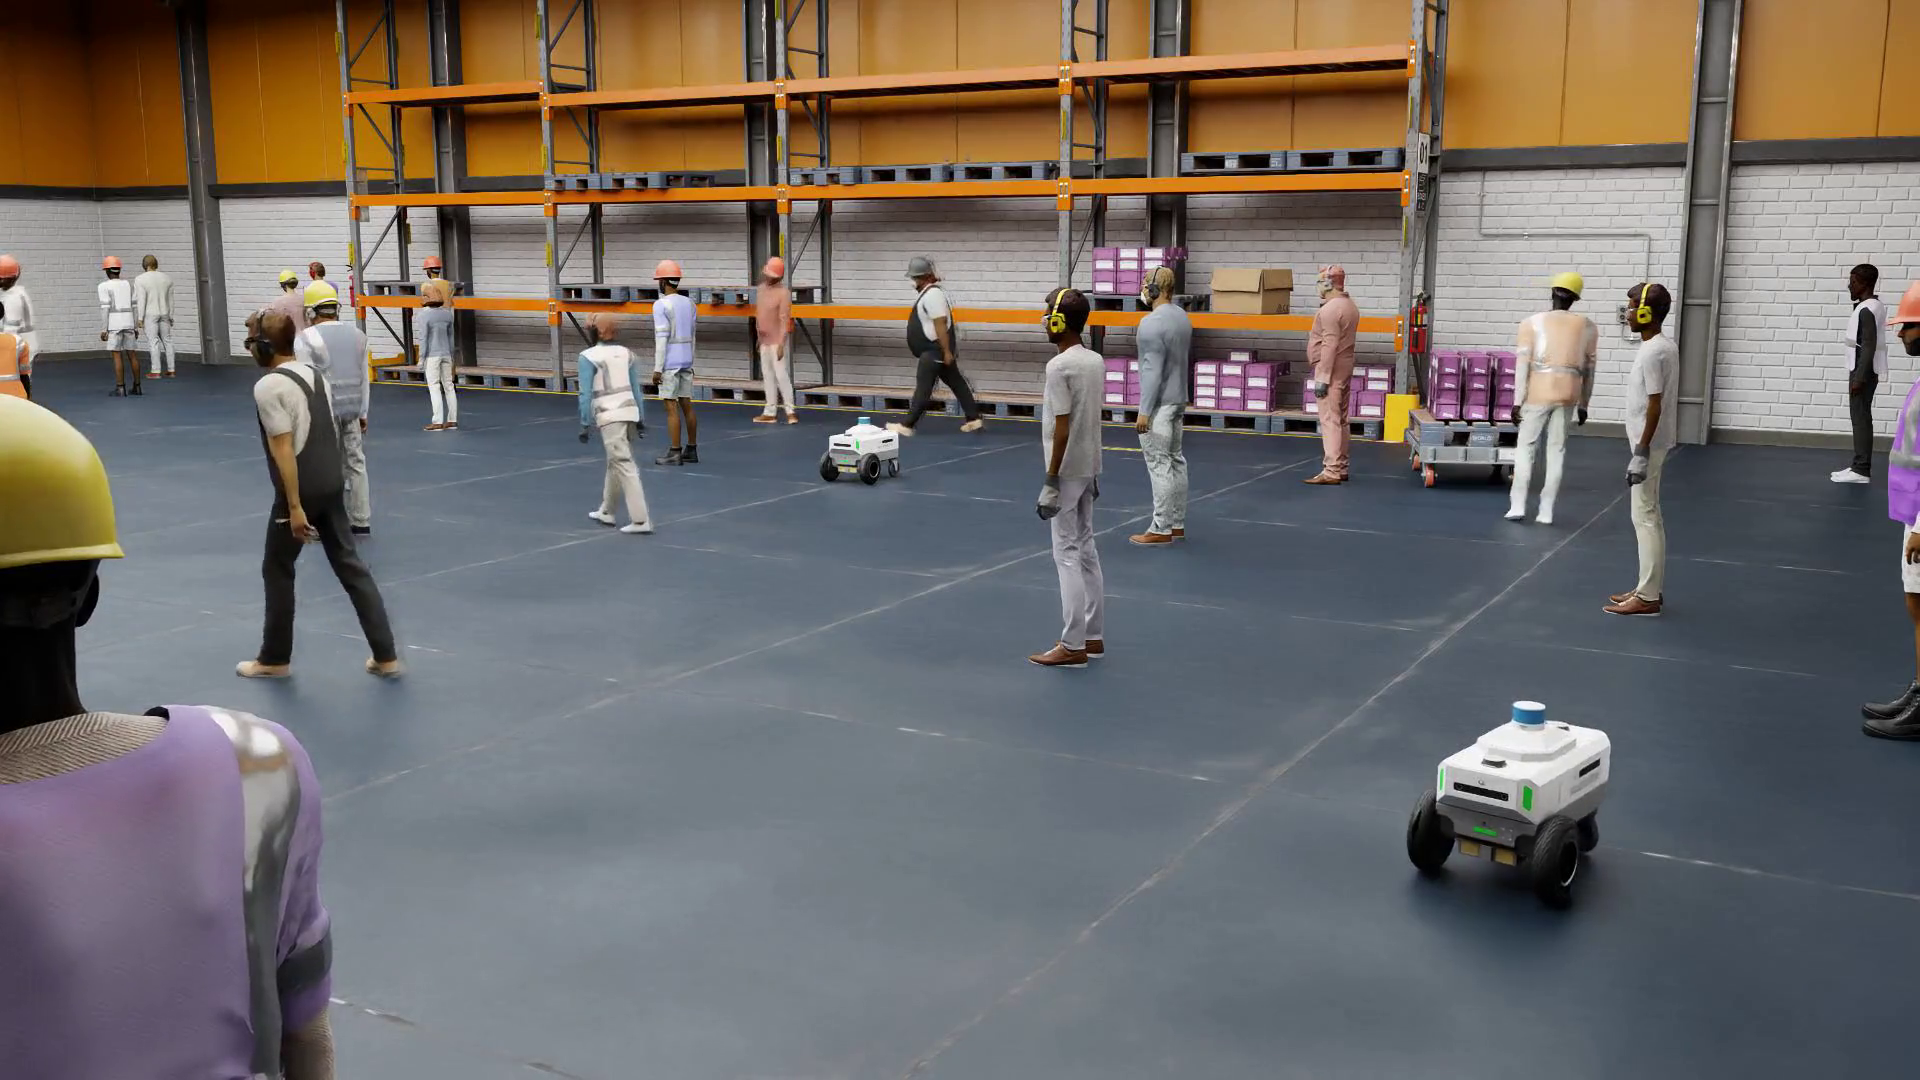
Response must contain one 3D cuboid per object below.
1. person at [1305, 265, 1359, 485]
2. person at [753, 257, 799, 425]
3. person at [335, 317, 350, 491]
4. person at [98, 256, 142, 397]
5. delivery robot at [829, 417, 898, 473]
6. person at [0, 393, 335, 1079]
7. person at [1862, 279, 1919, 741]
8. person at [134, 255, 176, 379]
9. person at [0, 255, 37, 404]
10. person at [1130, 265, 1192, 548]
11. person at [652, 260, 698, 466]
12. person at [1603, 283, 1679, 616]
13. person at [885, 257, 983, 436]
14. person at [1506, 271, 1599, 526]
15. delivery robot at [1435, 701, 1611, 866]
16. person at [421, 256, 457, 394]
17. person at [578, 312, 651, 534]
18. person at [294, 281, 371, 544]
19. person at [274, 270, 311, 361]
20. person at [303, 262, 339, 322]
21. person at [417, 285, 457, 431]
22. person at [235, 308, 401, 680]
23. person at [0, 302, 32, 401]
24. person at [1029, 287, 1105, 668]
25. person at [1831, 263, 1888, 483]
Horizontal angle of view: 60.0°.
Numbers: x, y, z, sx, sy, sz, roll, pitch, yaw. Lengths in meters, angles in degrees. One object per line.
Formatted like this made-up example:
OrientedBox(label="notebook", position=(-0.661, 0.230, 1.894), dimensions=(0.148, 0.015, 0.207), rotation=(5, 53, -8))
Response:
OrientedBox(label="person", position=(3.219, -1.431, 14.486), dimensions=(0.402, 1.904, 0.651), rotation=(6, 11, 29))
OrientedBox(label="person", position=(-2.183, -2.307, 19.351), dimensions=(0.379, 1.946, 0.711), rotation=(-8, 13, -37))
OrientedBox(label="person", position=(-5.252, -1.188, 13.861), dimensions=(0.311, 1.638, 0.523), rotation=(6, 11, 29))
OrientedBox(label="person", position=(-11.641, -2.950, 23.000), dimensions=(0.376, 1.932, 0.551), rotation=(6, 11, 29))
OrientedBox(label="delivery robot", position=(-0.846, -0.846, 14.724), dimensions=(0.477, 0.478, 0.707), rotation=(6, 12, 29))
OrientedBox(label="person", position=(-0.915, 0.811, 1.724), dimensions=(0.384, 1.924, 0.594), rotation=(6, 11, 29))
OrientedBox(label="person", position=(4.017, -0.119, 6.969), dimensions=(0.376, 1.932, 0.551), rotation=(6, 11, 29))
OrientedBox(label="person", position=(-12.632, -3.503, 26.126), dimensions=(0.352, 1.936, 0.635), rotation=(6, 11, 29))
OrientedBox(label="person", position=(-9.739, -1.943, 17.175), dimensions=(0.476, 1.973, 0.709), rotation=(-6, 12, -31))
OrientedBox(label="person", position=(1.390, -0.917, 11.478), dimensions=(0.355, 1.937, 0.635), rotation=(6, 11, 29))
OrientedBox(label="person", position=(-2.729, -1.671, 15.750), dimensions=(0.375, 1.935, 0.551), rotation=(6, 11, 29))
OrientedBox(label="person", position=(3.844, -0.501, 9.334), dimensions=(0.311, 1.864, 0.533), rotation=(6, 11, 29))
OrientedBox(label="person", position=(-0.254, -2.165, 18.256), dimensions=(1.102, 2.000, 0.727), rotation=(0, 10, -1))
OrientedBox(label="person", position=(4.425, -1.053, 12.410), dimensions=(0.633, 1.876, 0.534), rotation=(0, 10, 1))
OrientedBox(label="delivery robot", position=(1.878, 0.779, 5.522), dimensions=(0.477, 0.478, 0.707), rotation=(9, 13, 41))
OrientedBox(label="person", position=(-7.365, -3.022, 23.409), dimensions=(0.376, 1.932, 0.551), rotation=(6, 11, 29))
OrientedBox(label="person", position=(-2.544, -0.849, 12.058), dimensions=(0.797, 1.582, 0.521), rotation=(6, 11, 29))
OrientedBox(label="person", position=(-4.385, -0.884, 11.597), dimensions=(0.403, 1.827, 0.600), rotation=(6, 11, 29))
OrientedBox(label="person", position=(-8.593, -2.587, 21.426), dimensions=(0.329, 1.765, 0.533), rotation=(6, 11, 29))
OrientedBox(label="person", position=(-9.223, -3.097, 24.093), dimensions=(0.374, 1.840, 0.570), rotation=(6, 11, 29))
OrientedBox(label="person", position=(-5.895, -2.045, 18.728), dimensions=(0.268, 1.632, 0.507), rotation=(6, 11, 29))
OrientedBox(label="person", position=(-3.061, -0.202, 7.918), dimensions=(0.823, 1.790, 0.531), rotation=(3, 10, 16))
OrientedBox(label="person", position=(-7.349, -1.015, 12.713), dimensions=(0.317, 1.695, 0.540), rotation=(6, 11, 29))
OrientedBox(label="person", position=(0.539, -0.303, 8.197), dimensions=(0.310, 1.868, 0.533), rotation=(6, 11, 29))
OrientedBox(label="person", position=(7.927, -1.455, 14.588), dimensions=(0.369, 1.915, 0.597), rotation=(6, 11, 29))
